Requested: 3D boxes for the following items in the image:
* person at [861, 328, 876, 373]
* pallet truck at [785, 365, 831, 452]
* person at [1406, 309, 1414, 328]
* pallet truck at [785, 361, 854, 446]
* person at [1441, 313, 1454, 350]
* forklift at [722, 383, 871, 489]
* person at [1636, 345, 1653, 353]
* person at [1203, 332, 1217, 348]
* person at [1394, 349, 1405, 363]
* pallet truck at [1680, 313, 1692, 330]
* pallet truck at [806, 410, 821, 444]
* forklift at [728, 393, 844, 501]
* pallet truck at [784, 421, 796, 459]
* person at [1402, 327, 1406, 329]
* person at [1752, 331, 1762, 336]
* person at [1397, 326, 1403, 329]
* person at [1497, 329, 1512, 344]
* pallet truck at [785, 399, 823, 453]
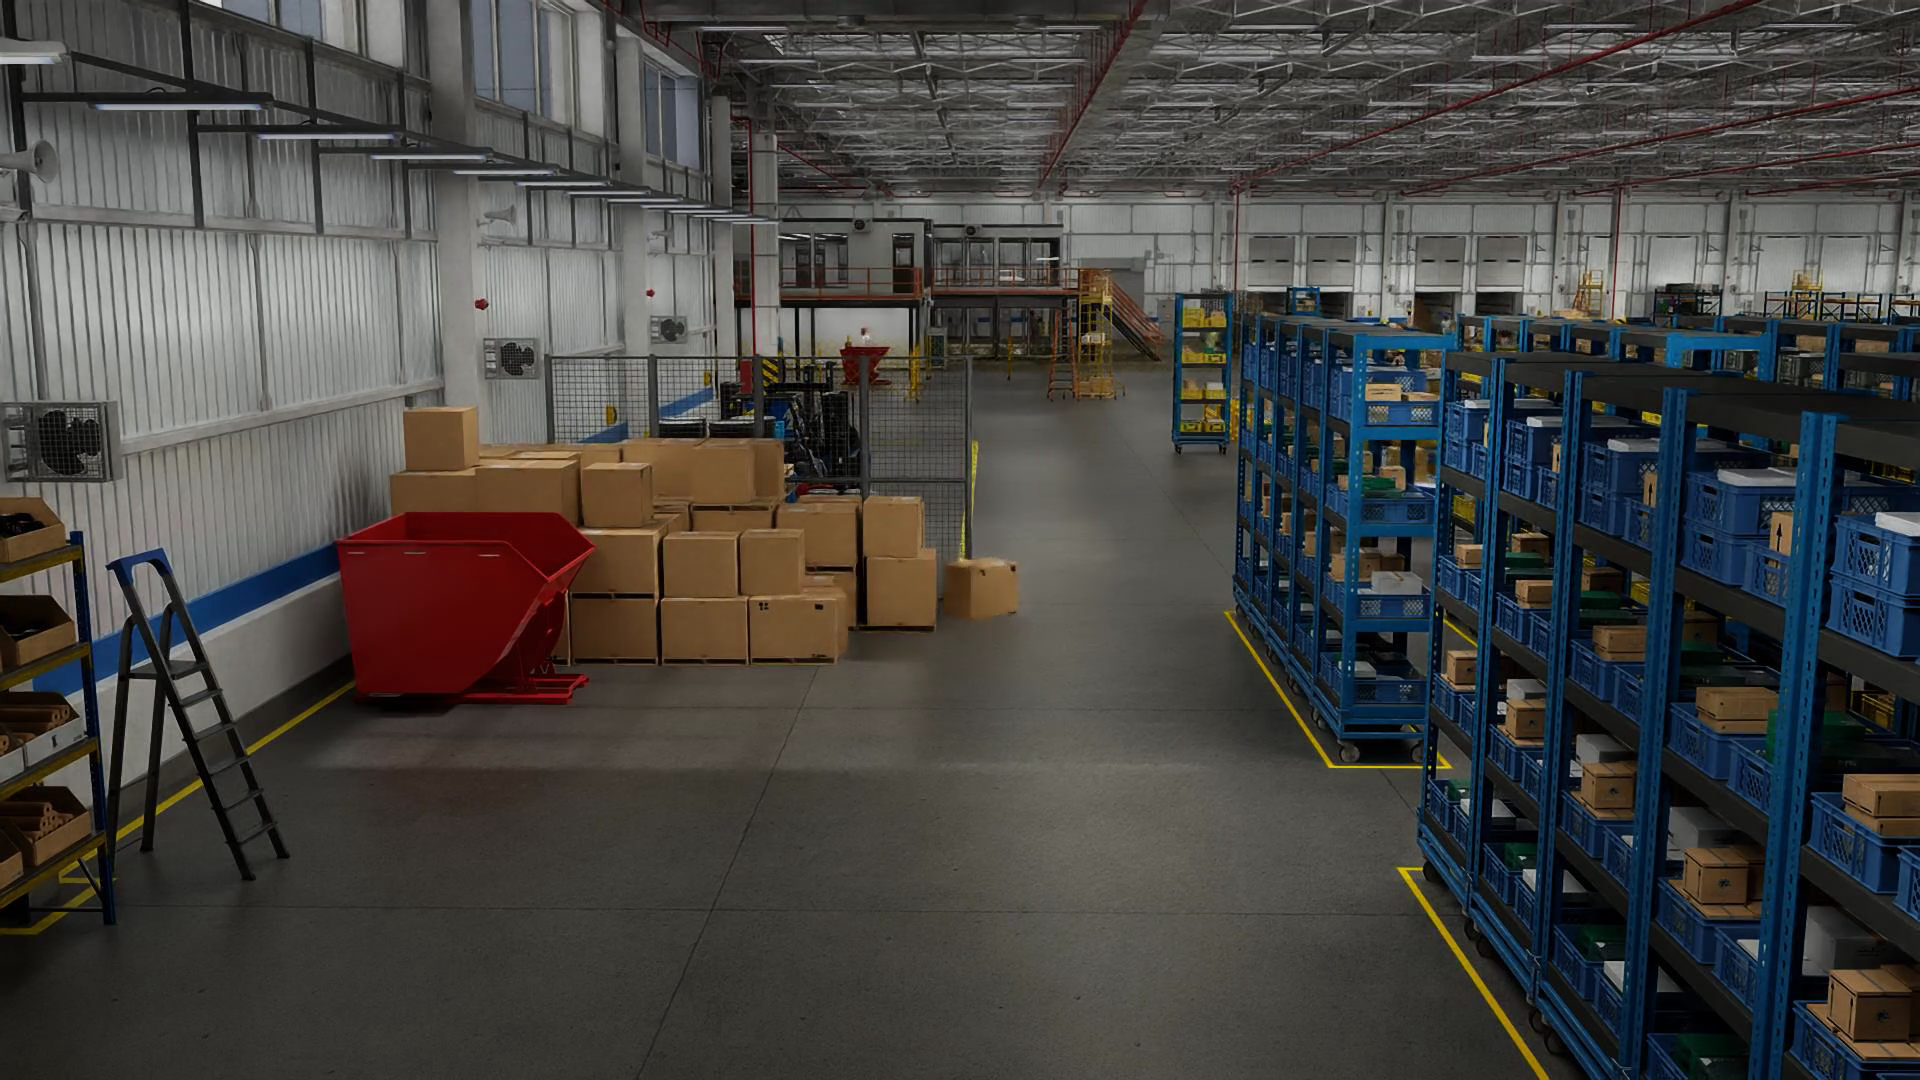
[{"bbox_3d":[-3.787,-7.524,66.206,0.976,1.838,0.593,2,9,11],"label":"person"},{"bbox_3d":[-3.774,-2.976,37.635,1.885,1.965,0.823,1,9,5],"label":"pallet truck"},{"bbox_3d":[25.637,-12.208,94.832,0.394,1.921,0.585,8,12,41],"label":"person"},{"bbox_3d":[-3.410,-3.193,38.978,1.885,1.965,0.823,0,9,-1],"label":"pallet truck"},{"bbox_3d":[25.194,-10.769,85.994,0.642,1.917,0.443,5,10,27],"label":"person"},{"bbox_3d":[-2.893,-1.687,28.729,2.680,1.987,1.157,0,9,-1],"label":"forklift"},{"bbox_3d":[24.424,-6.527,59.408,0.672,2.000,0.536,0,9,-1],"label":"person"},{"bbox_3d":[11.336,-9.050,75.683,0.648,1.802,0.879,-2,9,-10],"label":"person"},{"bbox_3d":[13.587,-5.081,51.334,0.328,1.767,0.532,-3,10,-15],"label":"person"},{"bbox_3d":[36.315,-10.531,84.244,0.823,1.965,1.885,-6,11,-33],"label":"pallet truck"},{"bbox_3d":[-3.559,-2.018,33.905,1.522,1.261,0.704,0,9,-1],"label":"pallet truck"},{"bbox_3d":[-2.979,-1.316,26.476,2.680,1.987,1.157,0,9,1],"label":"forklift"},{"bbox_3d":[-4.013,-1.793,32.705,1.601,1.201,0.680,0,9,1],"label":"pallet truck"},{"bbox_3d":[18.057,-7.740,67.524,0.757,1.847,0.548,-1,9,-3],"label":"person"},{"bbox_3d":[39.420,-10.090,82.286,0.537,1.758,0.419,-1,9,-5],"label":"person"},{"bbox_3d":[16.348,-6.946,61.985,0.387,2.045,0.605,1,9,7],"label":"person"},{"bbox_3d":[25.709,-9.602,78.594,0.638,1.970,0.611,-7,12,-38],"label":"person"},{"bbox_3d":[-3.814,-2.432,36.419,1.630,1.274,0.653,0,9,1],"label":"pallet truck"}]
